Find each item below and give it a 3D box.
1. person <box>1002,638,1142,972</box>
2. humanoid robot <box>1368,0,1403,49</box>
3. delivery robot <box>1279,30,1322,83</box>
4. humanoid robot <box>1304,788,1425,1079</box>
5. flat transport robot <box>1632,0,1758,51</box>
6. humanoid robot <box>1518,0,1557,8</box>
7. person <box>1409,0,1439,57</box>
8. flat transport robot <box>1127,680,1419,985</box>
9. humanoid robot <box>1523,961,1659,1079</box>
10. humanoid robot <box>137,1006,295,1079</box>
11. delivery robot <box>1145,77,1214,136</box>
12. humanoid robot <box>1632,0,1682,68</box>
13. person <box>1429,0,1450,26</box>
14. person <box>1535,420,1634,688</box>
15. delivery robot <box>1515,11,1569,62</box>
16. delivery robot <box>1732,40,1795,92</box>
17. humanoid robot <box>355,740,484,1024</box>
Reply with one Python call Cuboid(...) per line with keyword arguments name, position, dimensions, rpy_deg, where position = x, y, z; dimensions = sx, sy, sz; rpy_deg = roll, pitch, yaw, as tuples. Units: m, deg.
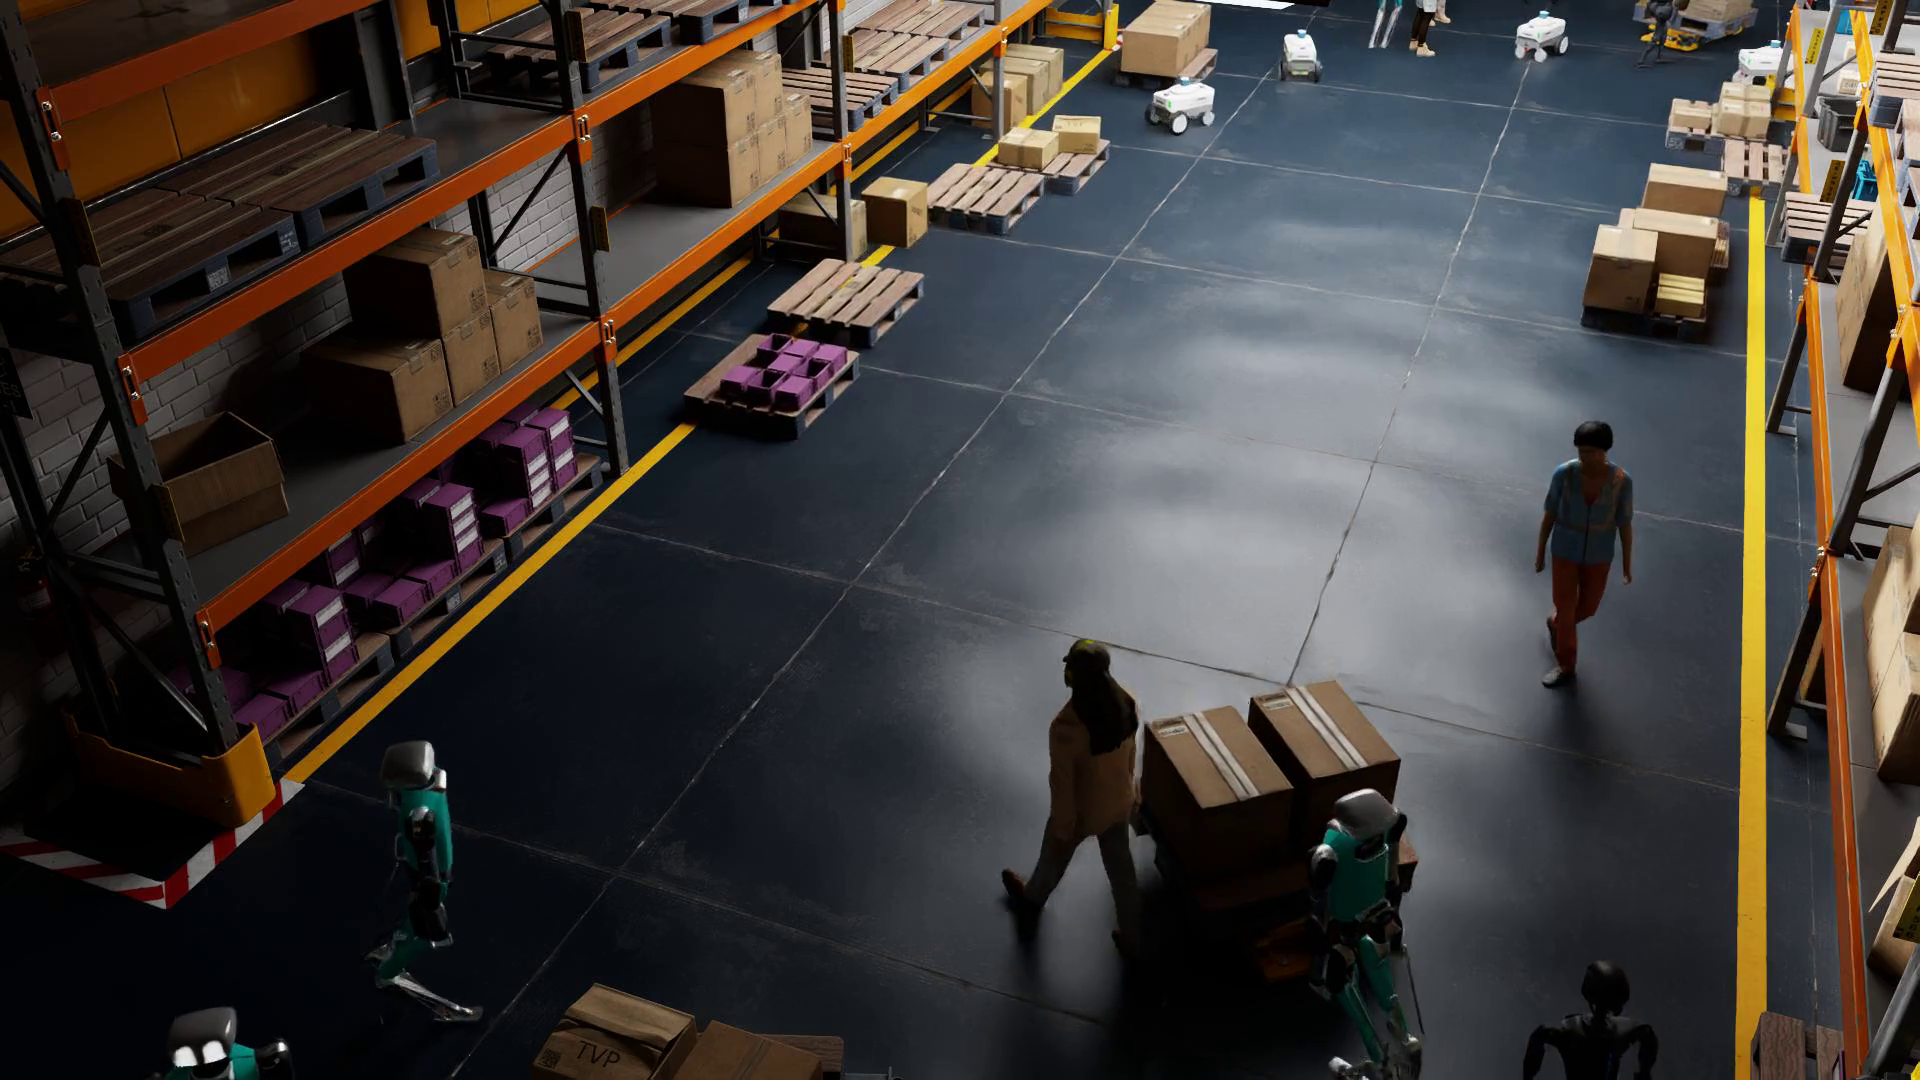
Cuboid(name="person", position=(0.638, 1.271, 8.207), dimensions=(0.595, 1.838, 0.916), rpy_deg=(-22, 39, -30))
Cuboid(name="humanoid robot", position=(5.569, -7.169, 21.343), dimensions=(0.565, 1.788, 0.783), rpy_deg=(18, 37, 26))
Cuboid(name="delivery robot", position=(4.212, -6.026, 20.629), dimensions=(0.499, 0.566, 0.739), rpy_deg=(2, 33, 3))
Cuboid(name="humanoid robot", position=(1.849, 1.971, 7.285), dimensions=(0.573, 1.879, 0.763), rpy_deg=(-21, 38, -28))
Cuboid(name="flat transport robot", position=(9.724, -6.759, 22.053), dimensions=(1.431, 0.231, 0.659), rpy_deg=(-25, 40, -33))
Cuboid(name="humanoid robot", position=(8.170, -8.226, 23.055), dimensions=(0.613, 1.641, 0.580), rpy_deg=(27, 41, 35))
Cuboid(name="person", position=(5.987, -7.035, 21.167), dimensions=(0.320, 1.692, 0.533), rpy_deg=(-4, 33, -6))
Cuboid(name="flat transport robot", position=(1.621, 1.740, 8.899), dimensions=(0.659, 0.231, 1.431), rpy_deg=(-10, 34, -15))
Cuboid(name="humanoid robot", position=(2.442, 2.360, 6.644), dimensions=(0.616, 1.640, 0.369), rpy_deg=(-3, 33, -5))
Cuboid(name="humanoid robot", position=(-2.808, 2.393, 6.554), dimensions=(0.550, 1.795, 0.843), rpy_deg=(-14, 35, -20))
Cuboid(name="delivery robot", position=(2.561, -4.998, 19.053), dimensions=(0.758, 0.583, 0.499), rpy_deg=(-20, 38, -27))
Cuboid(name="humanoid robot", position=(8.795, -6.721, 20.712), dimensions=(0.555, 1.619, 0.586), rpy_deg=(-6, 33, -9))
Cuboid(name="person", position=(6.526, -7.826, 22.317), dimensions=(0.471, 1.772, 0.321), rpy_deg=(-17, 36, -24))
Cuboid(name="person", position=(3.807, 0.062, 10.141), dimensions=(0.566, 1.734, 0.604), rpy_deg=(8, 34, 12))
Cuboid(name="delivery robot", position=(7.476, -6.483, 21.379), dimensions=(0.785, 0.614, 0.510), rpy_deg=(-28, 42, -36))
Cuboid(name="delivery robot", position=(9.899, -5.784, 20.282), dimensions=(0.779, 0.597, 0.499), rpy_deg=(1, 33, 1))
Cuboid(name="humanoid robot", position=(-2.633, 1.720, 7.665), dimensions=(0.751, 1.869, 0.564), rpy_deg=(-8, 34, -13))
